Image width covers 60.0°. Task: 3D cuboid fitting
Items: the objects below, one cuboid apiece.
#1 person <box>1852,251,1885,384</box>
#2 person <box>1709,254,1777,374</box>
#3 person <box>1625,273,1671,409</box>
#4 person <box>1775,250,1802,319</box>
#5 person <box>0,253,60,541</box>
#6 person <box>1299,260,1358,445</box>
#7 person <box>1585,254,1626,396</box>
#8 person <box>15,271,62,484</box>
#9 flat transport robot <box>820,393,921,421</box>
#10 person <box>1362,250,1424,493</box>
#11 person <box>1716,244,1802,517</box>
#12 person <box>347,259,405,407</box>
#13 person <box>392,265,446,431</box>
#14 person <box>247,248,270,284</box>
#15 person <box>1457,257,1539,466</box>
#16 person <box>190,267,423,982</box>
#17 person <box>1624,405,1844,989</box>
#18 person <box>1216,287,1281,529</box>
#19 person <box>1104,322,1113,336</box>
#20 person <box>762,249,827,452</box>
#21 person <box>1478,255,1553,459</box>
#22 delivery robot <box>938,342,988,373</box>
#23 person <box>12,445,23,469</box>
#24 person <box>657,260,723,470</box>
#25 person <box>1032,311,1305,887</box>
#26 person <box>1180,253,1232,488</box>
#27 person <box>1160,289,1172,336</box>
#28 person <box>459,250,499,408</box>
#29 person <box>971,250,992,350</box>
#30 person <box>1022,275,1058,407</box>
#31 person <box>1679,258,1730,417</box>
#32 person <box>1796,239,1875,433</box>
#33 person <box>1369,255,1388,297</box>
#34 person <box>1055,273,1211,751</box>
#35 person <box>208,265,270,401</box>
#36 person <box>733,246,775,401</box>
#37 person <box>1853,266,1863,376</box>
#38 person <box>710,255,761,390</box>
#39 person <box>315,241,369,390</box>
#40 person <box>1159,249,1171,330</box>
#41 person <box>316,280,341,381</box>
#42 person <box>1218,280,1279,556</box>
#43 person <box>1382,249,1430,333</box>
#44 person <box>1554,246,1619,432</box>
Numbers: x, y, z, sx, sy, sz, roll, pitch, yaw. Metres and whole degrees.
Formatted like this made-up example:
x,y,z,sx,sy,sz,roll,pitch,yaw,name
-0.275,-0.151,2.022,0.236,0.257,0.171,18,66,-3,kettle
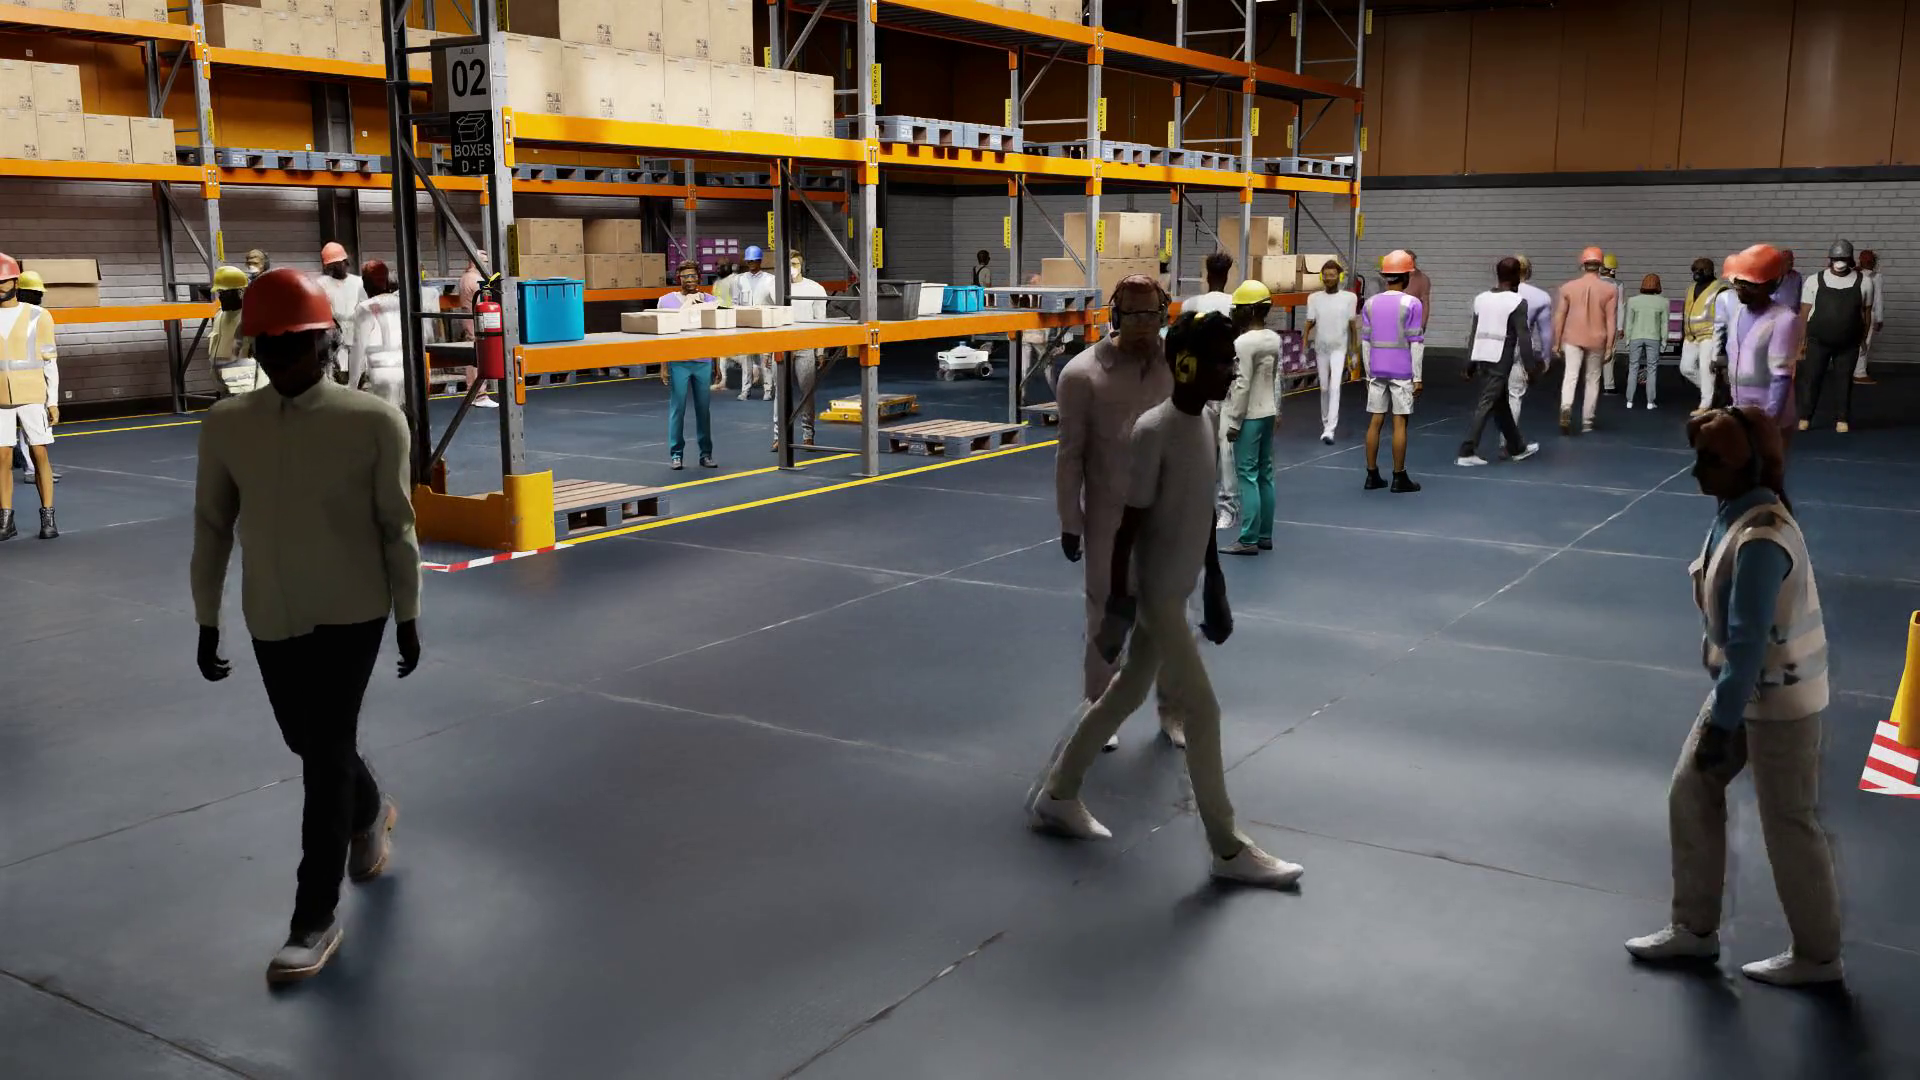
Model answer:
x,y,z,sx,sy,sz,roll,pitch,yaw,name
12.744,-3.130,23.462,0.366,1.871,0.616,-2,11,-13,person
7.523,-1.787,15.955,0.586,1.885,0.574,10,14,44,person
8.258,-2.387,20.015,0.494,1.624,0.281,5,12,27,person
11.721,-3.201,23.805,0.653,1.884,0.691,-3,11,-17,person
-6.384,-0.958,11.227,0.550,1.937,0.357,-3,11,-19,person
3.669,-1.865,16.593,0.538,1.812,0.986,4,11,23,person
8.429,-2.806,21.752,0.403,1.835,0.588,-8,13,-38,person
-7.748,-1.356,13.914,0.329,1.765,0.526,-4,11,-21,person
-1.009,-1.524,18.977,0.652,0.197,1.431,4,11,20,flat transport robot
3.493,-1.351,13.392,0.353,1.942,0.545,-9,14,-42,person
4.680,-0.714,9.698,0.687,1.992,0.623,-2,10,-10,person
-4.508,-1.259,13.070,0.468,1.868,0.608,4,11,19,person
-5.817,-2.101,17.894,0.523,1.831,0.966,-6,12,-30,person
-7.240,-2.060,17.329,0.635,1.936,0.354,0,10,3,person
4.912,-1.604,15.023,1.015,1.861,0.610,-4,11,-21,person
-1.893,0.181,4.884,0.634,1.956,0.996,0,10,3,person
2.105,0.435,4.426,0.652,1.588,0.535,2,11,13,person
2.070,-0.964,11.915,0.516,1.707,0.852,5,11,26,person
2.296,-3.878,27.359,0.743,1.955,0.631,2,10,11,person
-1.587,-1.806,15.923,0.631,1.940,0.372,0,10,-1,person
5.203,-1.719,15.603,0.653,1.884,1.045,5,11,26,person
0.042,-2.624,24.027,0.707,0.478,0.477,-5,11,-27,delivery robot
-8.293,-1.482,14.274,0.553,1.874,0.969,3,11,17,person
-2.393,-1.550,14.760,0.566,1.846,0.387,-4,11,-23,person
0.634,0.169,5.363,0.980,1.817,0.502,5,11,26,person
2.121,-1.400,13.769,0.602,1.912,1.020,3,11,18,person
1.357,-0.934,11.782,0.556,1.679,0.364,2,11,13,person
-5.825,-2.562,20.207,0.401,1.904,0.650,-7,12,-32,person
0.398,-4.255,29.746,0.351,1.846,0.506,-8,13,-39,person
0.992,-2.425,20.281,0.537,1.587,0.856,9,13,40,person
8.591,-2.328,19.143,0.512,1.821,0.687,-3,11,-18,person
9.200,-2.142,17.498,0.688,2.000,0.536,5,11,24,person
6.286,-3.314,24.646,0.415,1.801,0.614,9,14,42,person
0.702,-0.101,6.610,0.651,1.895,0.401,-2,10,-10,person
-5.544,-1.189,12.802,0.587,1.830,0.403,6,12,31,person
-2.578,-2.728,21.002,0.608,1.948,0.389,1,10,8,person
13.247,-3.236,24.689,0.286,1.633,0.498,2,10,12,person
-3.085,-2.925,22.472,0.653,1.828,0.632,-7,12,-33,person
-6.386,-2.075,17.207,0.628,2.012,0.748,-8,13,-39,person
3.076,-3.540,25.682,0.651,1.882,0.735,2,10,11,person
-6.462,-1.784,16.636,0.523,1.637,0.306,-9,14,-42,person
1.869,-0.784,10.737,0.311,1.768,0.533,7,12,34,person
6.056,-3.009,22.703,0.683,1.889,0.434,5,12,27,person
6.515,-2.078,17.364,0.623,1.970,0.851,5,11,26,person
